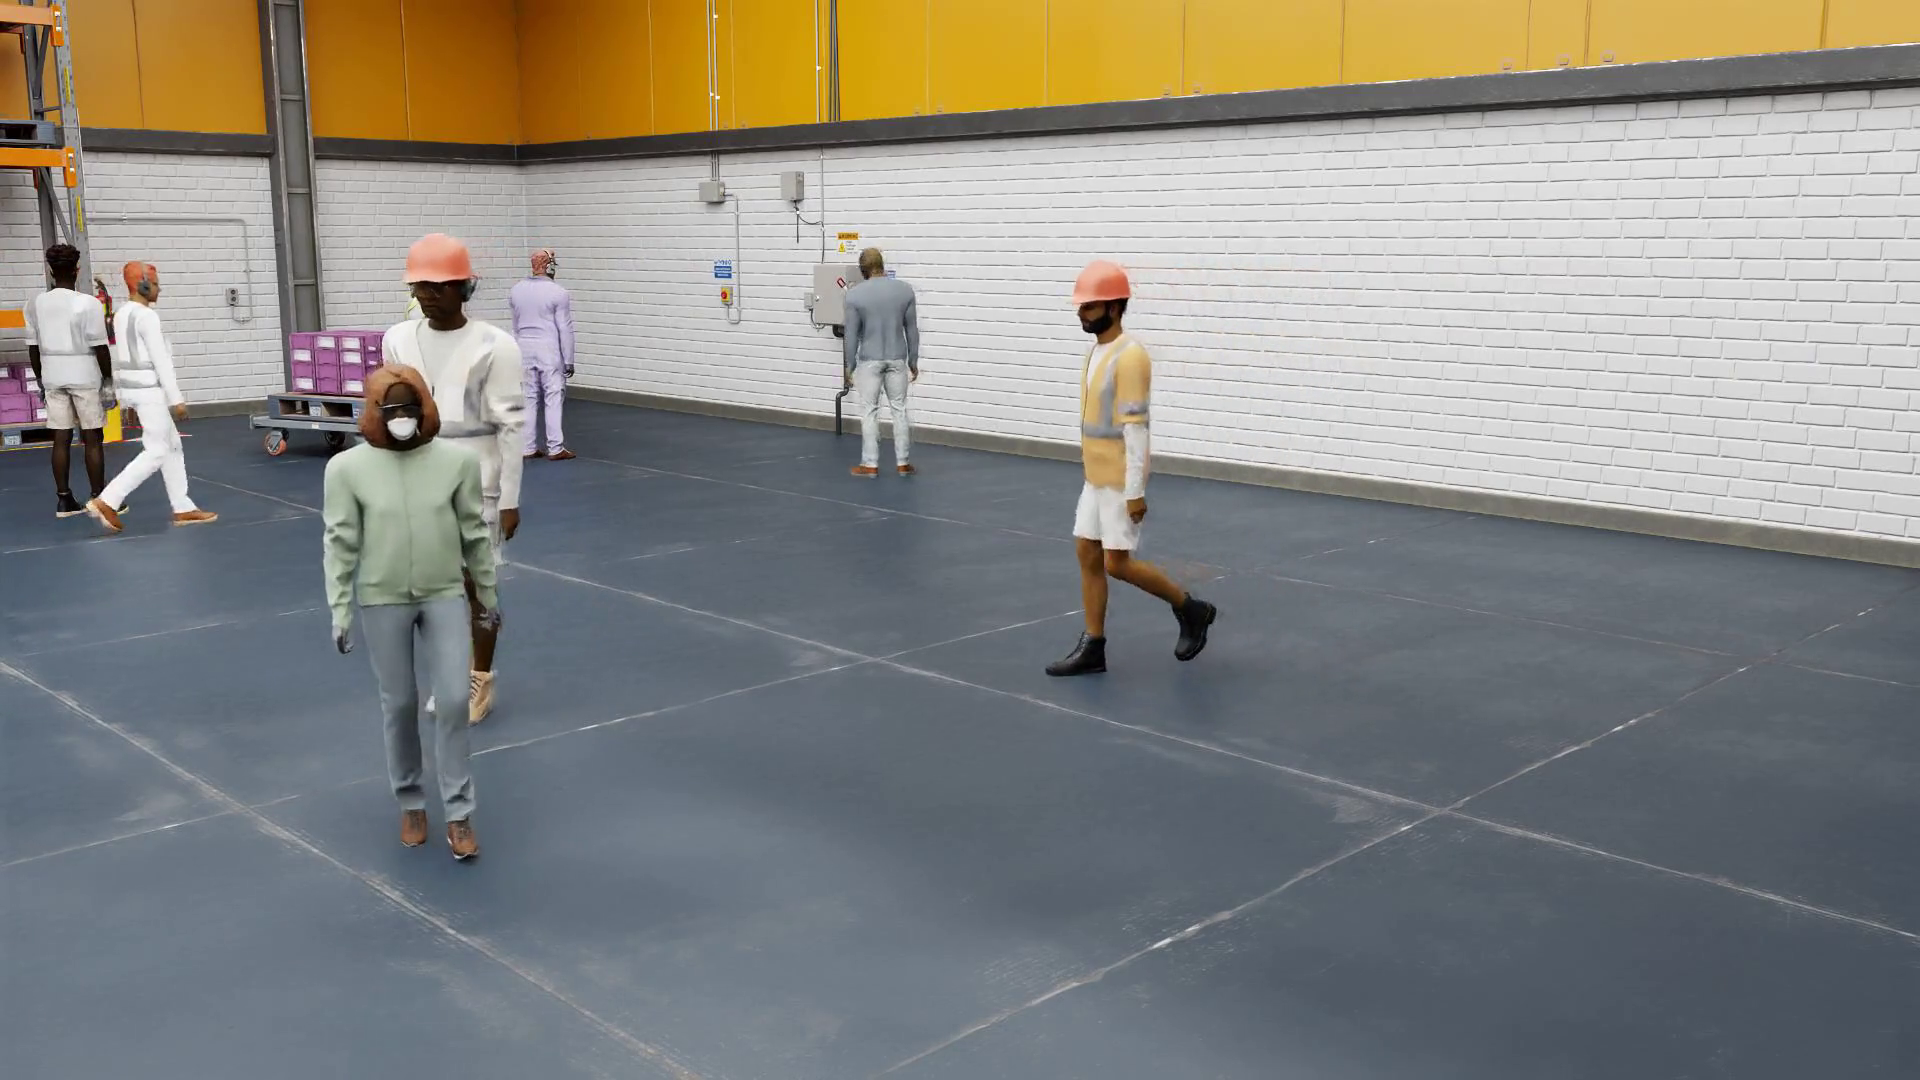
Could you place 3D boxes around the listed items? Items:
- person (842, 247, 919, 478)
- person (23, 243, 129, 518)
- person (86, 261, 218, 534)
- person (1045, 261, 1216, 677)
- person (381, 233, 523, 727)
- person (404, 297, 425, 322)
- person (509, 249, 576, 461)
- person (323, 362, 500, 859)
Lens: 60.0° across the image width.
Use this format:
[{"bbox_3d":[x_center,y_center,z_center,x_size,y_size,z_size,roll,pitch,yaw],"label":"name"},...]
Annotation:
[{"bbox_3d":[-0.647,-1.474,13.946,0.707,1.914,0.378,-4,11,-19],"label":"person"},{"bbox_3d":[-6.346,-1.134,11.930,0.613,1.965,0.361,1,10,8],"label":"person"},{"bbox_3d":[-5.589,-0.969,11.351,0.836,1.859,0.581,-9,14,-42],"label":"person"},{"bbox_3d":[0.781,-0.308,7.584,0.703,1.919,0.553,-3,11,-16],"label":"person"},{"bbox_3d":[-2.079,-0.220,6.779,0.644,2.028,0.424,2,11,11],"label":"person"},{"bbox_3d":[-4.001,-1.213,12.698,0.429,1.846,0.627,-3,11,-15],"label":"person"},{"bbox_3d":[-3.733,-1.660,15.002,0.647,1.901,0.402,5,11,25],"label":"person"},{"bbox_3d":[-1.755,0.241,5.386,0.548,1.610,0.582,-4,11,-22],"label":"person"}]
